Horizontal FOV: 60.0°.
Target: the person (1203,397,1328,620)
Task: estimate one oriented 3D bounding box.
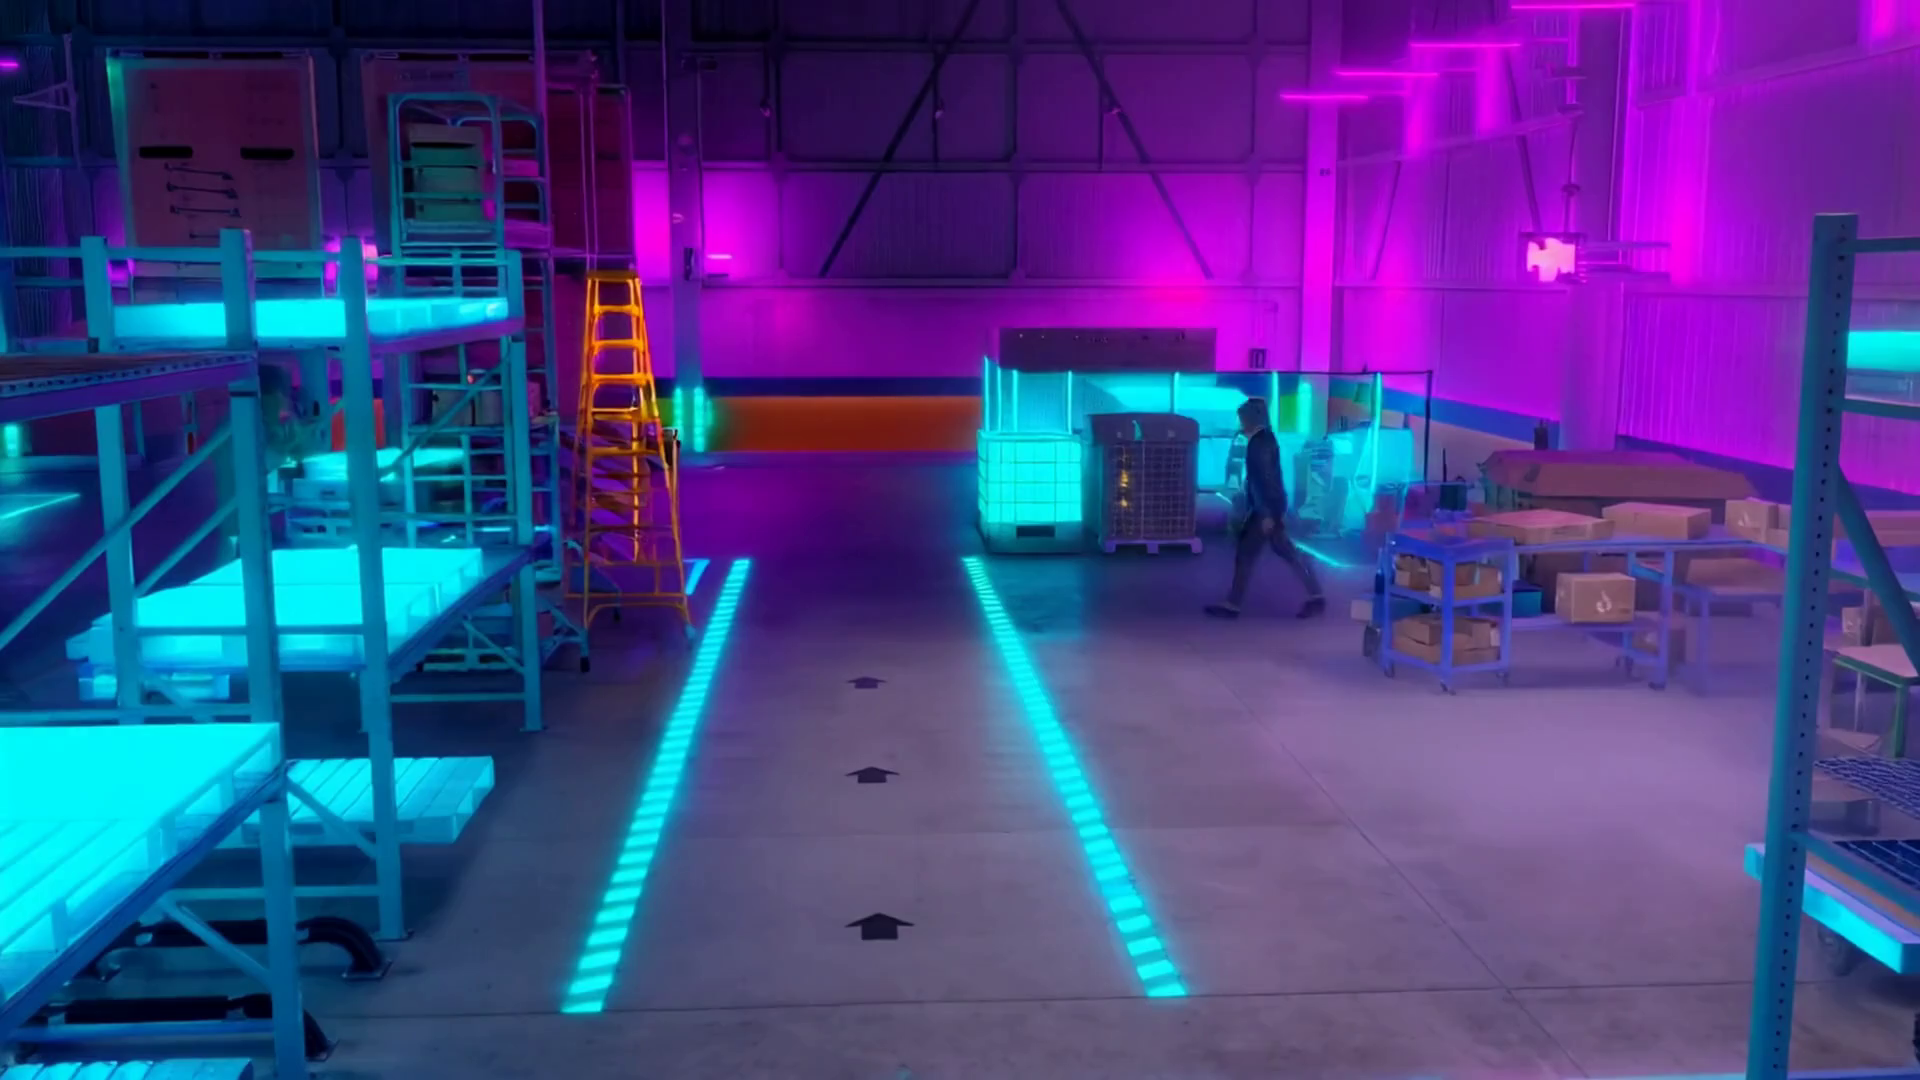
[{"bbox_3d":[2.597,-0.247,13.837,1.017,1.889,0.673,2,9,10],"label":"person"}]

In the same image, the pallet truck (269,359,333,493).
[{"bbox_3d":[-7.062,-1.131,18.996,1.885,1.965,0.823,2,9,13],"label":"pallet truck"}]
